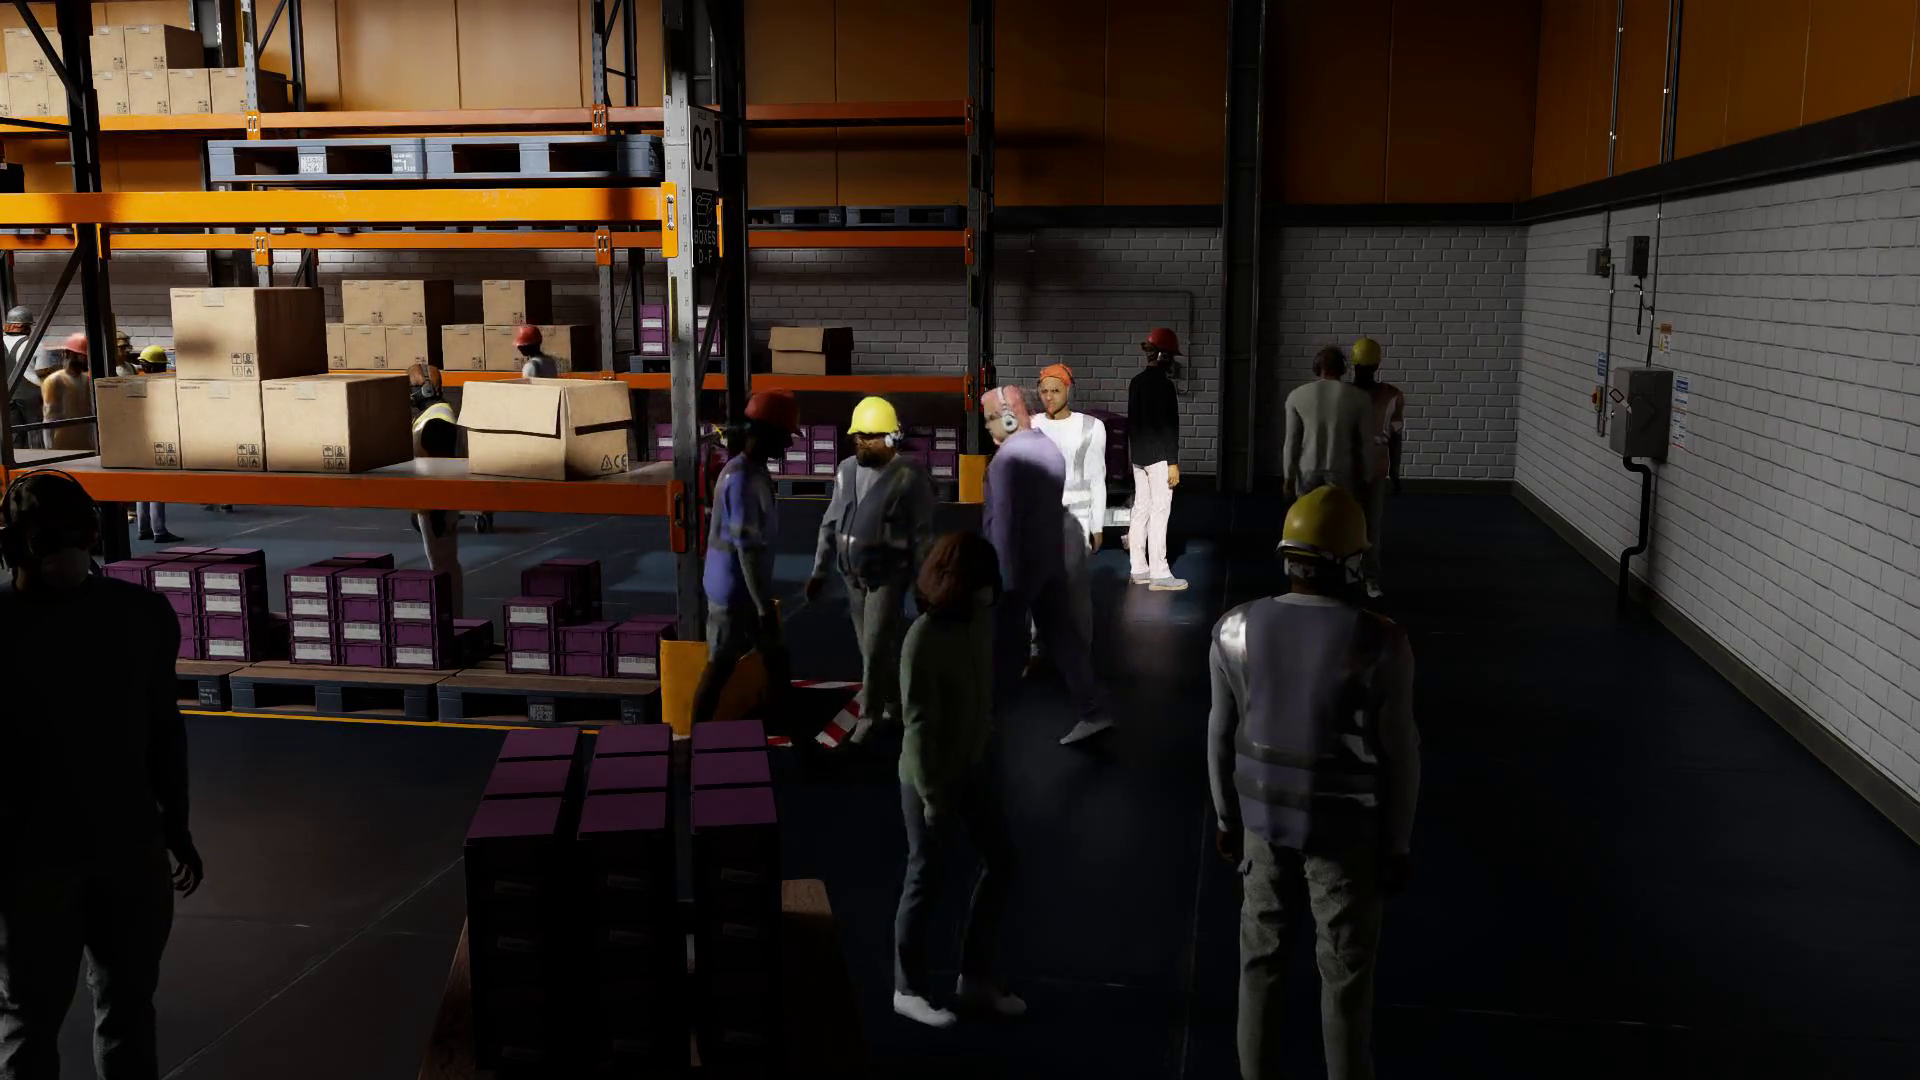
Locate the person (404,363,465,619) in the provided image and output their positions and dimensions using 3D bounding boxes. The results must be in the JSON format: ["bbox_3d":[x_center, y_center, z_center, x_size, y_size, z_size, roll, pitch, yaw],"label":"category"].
[{"bbox_3d":[-3.369,-0.211,10.645,0.428,1.836,0.626,-3,10,-19],"label":"person"}]

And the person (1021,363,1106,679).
[{"bbox_3d":[0.580,-0.100,9.818,0.576,1.879,0.348,3,10,18],"label":"person"}]

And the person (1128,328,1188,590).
[{"bbox_3d":[1.497,-0.614,12.658,0.387,1.989,0.608,-4,10,-24],"label":"person"}]

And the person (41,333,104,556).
[{"bbox_3d":[-7.447,-0.784,14.005,0.754,1.883,0.661,3,10,19],"label":"person"}]

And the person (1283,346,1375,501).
[{"bbox_3d":[2.690,-0.469,12.172,0.651,1.881,0.869,3,10,16],"label":"person"}]

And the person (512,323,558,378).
[{"bbox_3d":[-4.091,-1.192,16.481,0.628,1.908,0.597,3,10,18],"label":"person"}]

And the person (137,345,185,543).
[{"bbox_3d":[-7.185,-0.856,14.885,0.523,1.759,0.351,7,12,38],"label":"person"}]

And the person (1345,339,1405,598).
[{"bbox_3d":[2.973,-0.523,12.288,0.590,1.923,0.383,1,9,6],"label":"person"}]

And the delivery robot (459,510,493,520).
[{"bbox_3d":[-4.651,-0.394,15.434,0.707,0.478,0.477,2,9,9],"label":"delivery robot"}]

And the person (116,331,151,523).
[{"bbox_3d":[-8.056,-1.084,16.018,0.331,1.843,0.520,3,9,15],"label":"person"}]

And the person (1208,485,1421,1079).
[{"bbox_3d":[0.976,0.763,4.588,0.591,1.834,0.404,6,11,35],"label":"person"}]

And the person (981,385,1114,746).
[{"bbox_3d":[0.355,0.141,8.450,0.967,1.854,0.665,6,11,32],"label":"person"}]

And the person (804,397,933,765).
[{"bbox_3d":[-0.446,0.181,8.322,0.606,1.800,0.722,8,12,41],"label":"person"}]

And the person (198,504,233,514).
[{"bbox_3d":[-7.534,-1.176,16.721,0.630,1.795,0.755,-6,11,-33],"label":"person"}]

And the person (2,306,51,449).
[{"bbox_3d":[-10.315,-1.568,18.414,0.682,2.000,0.537,1,9,6],"label":"person"}]

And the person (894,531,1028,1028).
[{"bbox_3d":[0.018,0.766,5.238,0.540,1.612,0.536,6,11,31],"label":"person"}]

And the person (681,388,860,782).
[{"bbox_3d":[-0.907,0.238,7.711,0.927,1.870,0.564,1,9,5],"label":"person"}]

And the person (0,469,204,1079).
[{"bbox_3d":[-2.189,0.787,4.116,0.362,1.939,0.636,6,11,35],"label":"person"}]
